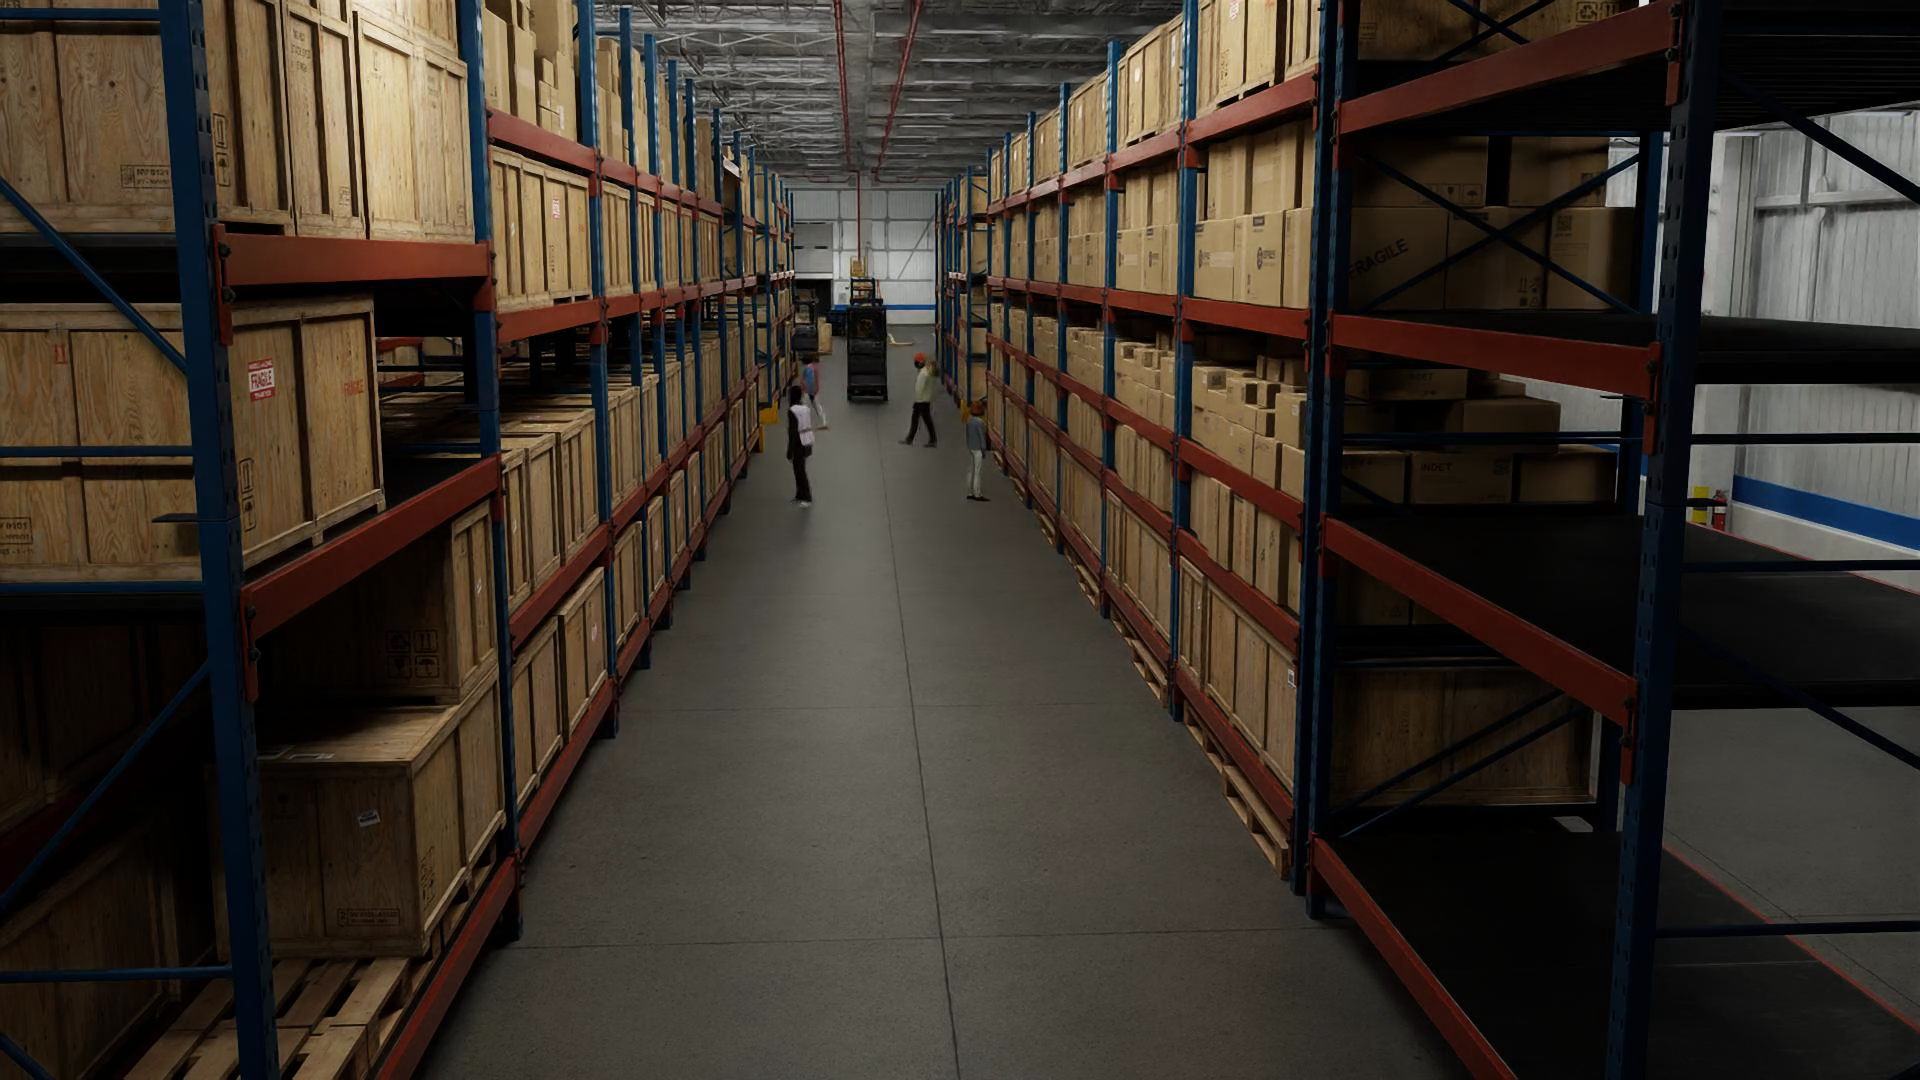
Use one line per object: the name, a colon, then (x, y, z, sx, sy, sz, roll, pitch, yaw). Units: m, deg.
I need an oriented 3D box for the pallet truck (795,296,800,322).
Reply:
pallet truck: (-8.622, -12.439, 91.403, 1.885, 1.965, 0.823, 2, 10, 13)

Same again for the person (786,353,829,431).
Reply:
person: (-3.450, -3.366, 37.850, 0.976, 1.794, 0.627, 2, 10, 12)

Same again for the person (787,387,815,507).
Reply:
person: (-2.522, -1.470, 26.277, 0.556, 1.879, 0.743, 4, 10, 20)

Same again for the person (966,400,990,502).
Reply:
person: (0.273, -1.432, 26.731, 0.275, 1.636, 0.507, -5, 11, -29)

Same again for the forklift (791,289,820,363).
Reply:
forklift: (-5.967, -8.141, 63.095, 1.129, 2.768, 1.873, -2, 10, -10)

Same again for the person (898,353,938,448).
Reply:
person: (-0.895, -2.879, 34.410, 0.951, 1.952, 0.644, 0, 10, -2)

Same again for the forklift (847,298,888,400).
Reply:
forklift: (-2.605, -5.363, 46.505, 1.129, 2.768, 1.873, -1, 10, -3)
